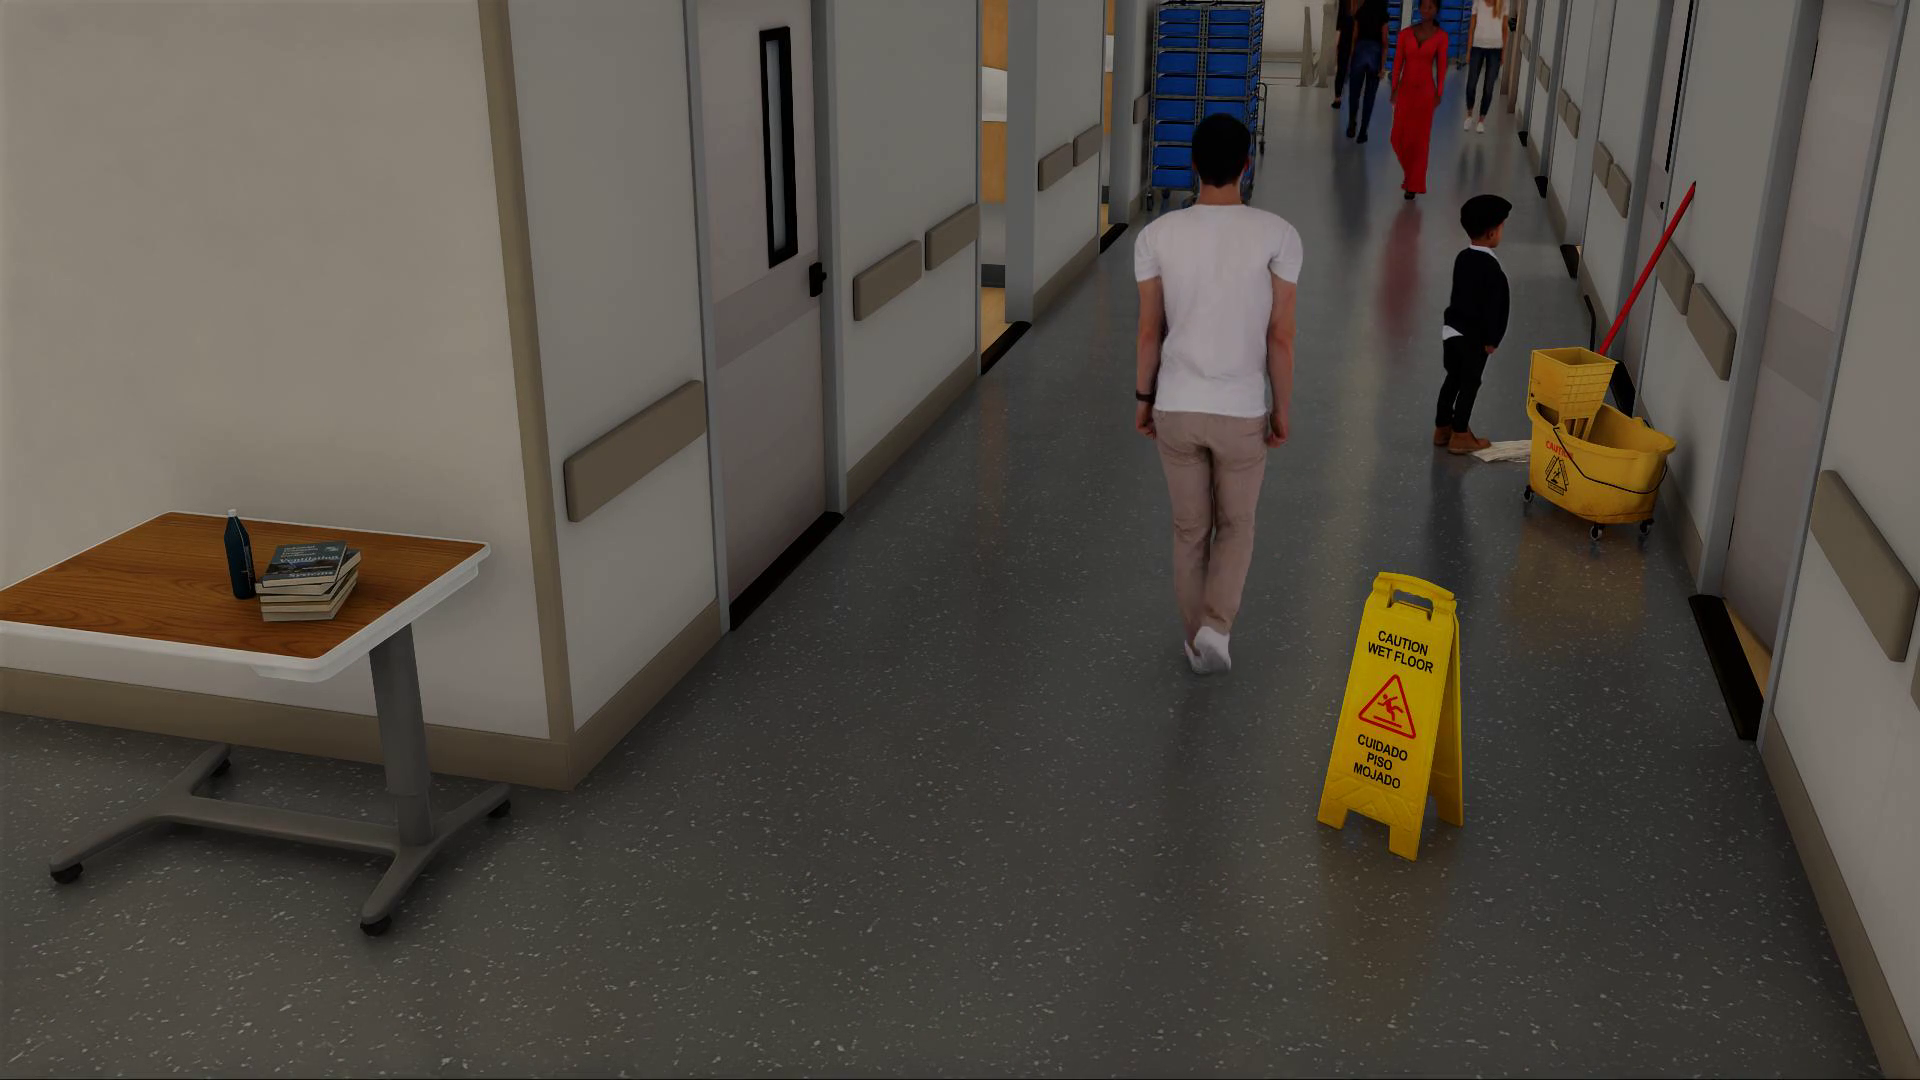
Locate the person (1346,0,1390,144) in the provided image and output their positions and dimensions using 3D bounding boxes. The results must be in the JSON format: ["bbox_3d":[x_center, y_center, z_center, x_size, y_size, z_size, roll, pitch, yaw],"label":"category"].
[{"bbox_3d":[4.477,-5.242,18.360,0.657,1.725,0.868,9,22,22],"label":"person"}]

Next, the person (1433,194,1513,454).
[{"bbox_3d":[2.436,-1.030,7.953,0.638,1.220,0.548,-6,21,-15],"label":"person"}]

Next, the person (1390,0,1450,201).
[{"bbox_3d":[4.112,-3.967,14.940,0.742,1.763,1.036,10,23,25],"label":"person"}]

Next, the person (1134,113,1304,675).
[{"bbox_3d":[0.807,-0.394,5.349,0.722,1.876,0.846,3,21,9],"label":"person"}]

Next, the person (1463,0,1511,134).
[{"bbox_3d":[6.130,-5.662,19.367,0.584,1.798,0.584,6,21,15],"label":"person"}]

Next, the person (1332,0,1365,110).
[{"bbox_3d":[5.157,-6.524,21.767,0.648,1.709,0.628,1,21,3],"label":"person"}]
